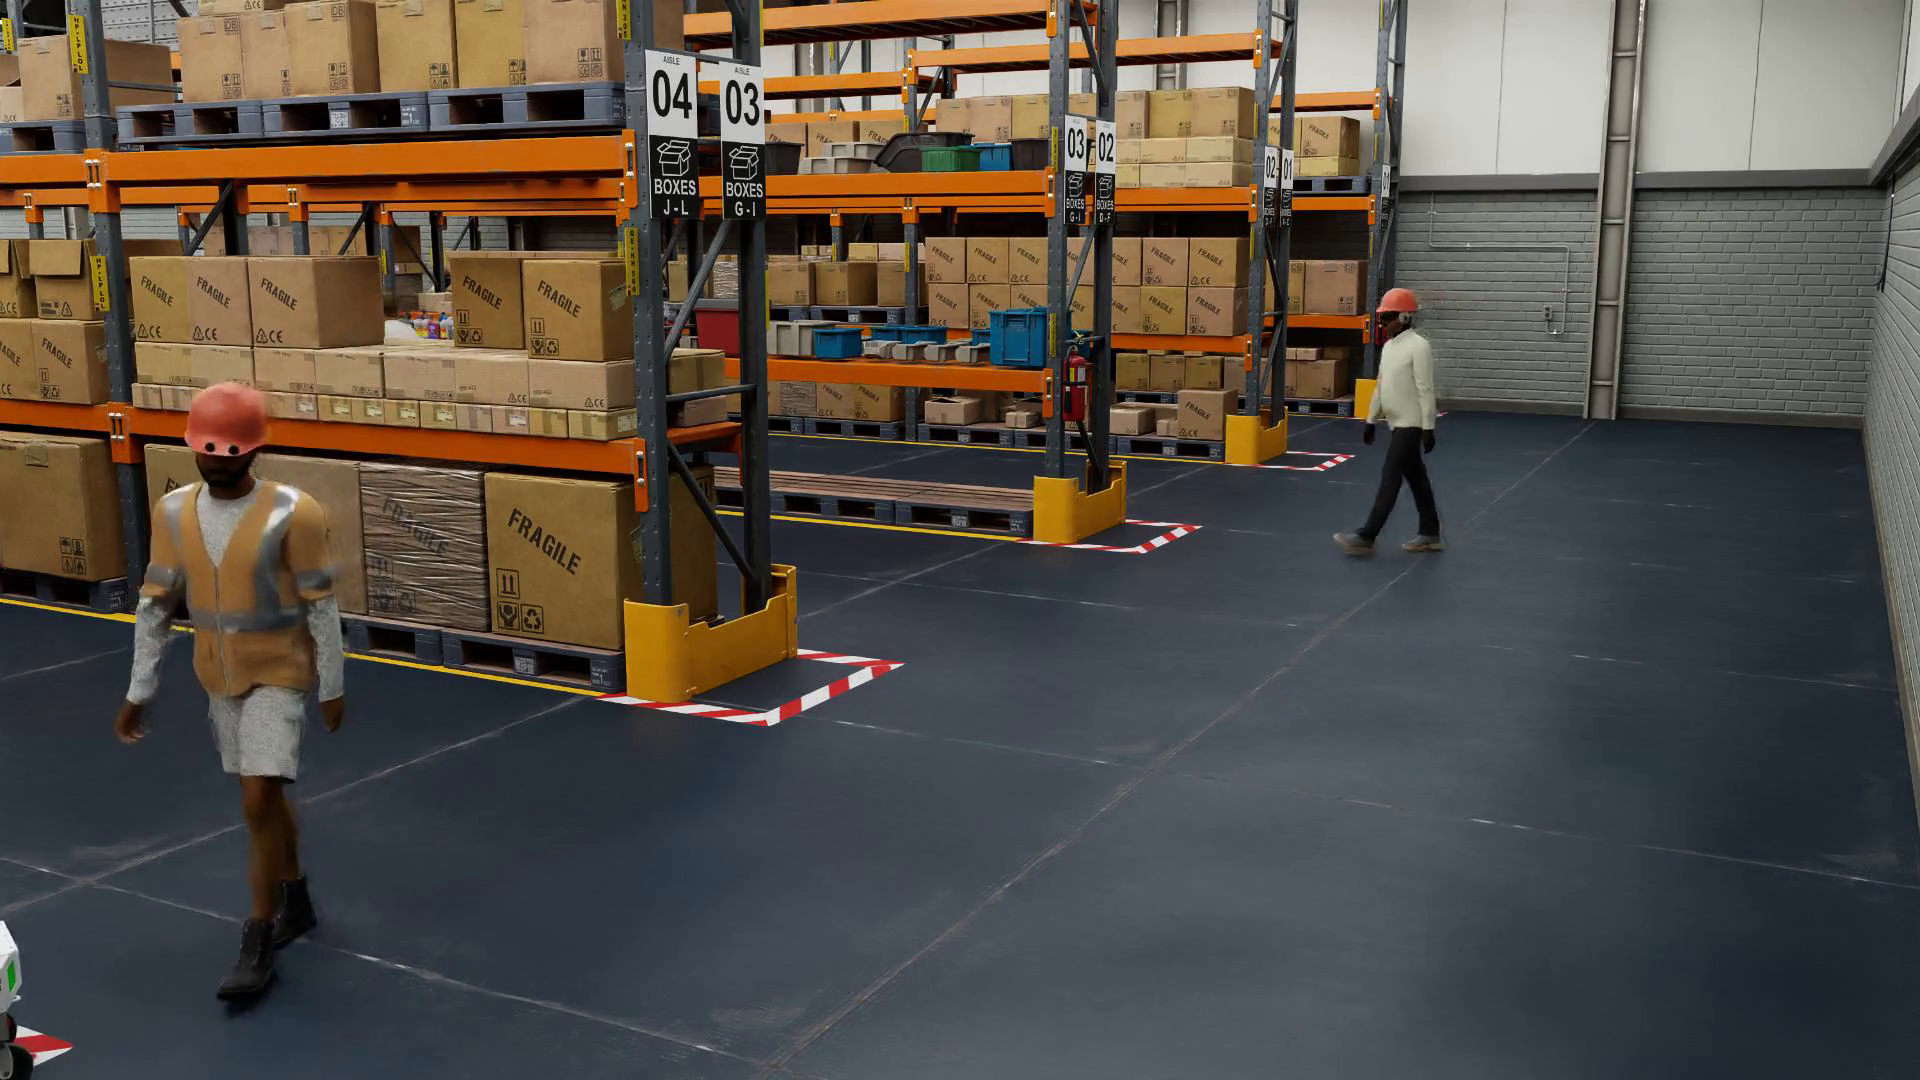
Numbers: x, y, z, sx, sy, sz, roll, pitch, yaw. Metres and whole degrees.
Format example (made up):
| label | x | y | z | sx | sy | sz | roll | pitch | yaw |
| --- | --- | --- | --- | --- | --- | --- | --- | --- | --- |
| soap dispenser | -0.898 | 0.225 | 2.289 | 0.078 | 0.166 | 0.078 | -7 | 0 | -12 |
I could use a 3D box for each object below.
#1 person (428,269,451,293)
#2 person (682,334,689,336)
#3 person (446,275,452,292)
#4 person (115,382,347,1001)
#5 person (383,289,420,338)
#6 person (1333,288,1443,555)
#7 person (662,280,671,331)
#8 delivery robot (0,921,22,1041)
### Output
| label | x | y | z | sx | sy | sz | roll | pitch | yaw |
| --- | --- | --- | --- | --- | --- | --- | --- | --- | --- |
| person | -7.962 | -3.270 | 25.722 | 0.429 | 1.839 | 0.633 | 1 | 10 | 4 |
| person | -3.877 | -2.844 | 23.654 | 0.540 | 1.742 | 0.568 | 3 | 11 | 18 |
| person | -7.296 | -3.007 | 24.273 | 0.345 | 1.846 | 0.508 | 5 | 12 | 26 |
| person | -2.288 | 0.460 | 5.200 | 0.582 | 1.898 | 0.807 | 2 | 11 | 13 |
| person | -4.773 | -1.089 | 13.634 | 0.884 | 1.906 | 0.662 | 3 | 11 | 18 |
| person | 3.188 | -0.861 | 12.251 | 0.966 | 1.956 | 0.659 | -1 | 10 | -8 |
| person | -3.616 | -2.170 | 19.625 | 0.645 | 1.873 | 0.598 | 4 | 11 | 20 |
| delivery robot | -2.914 | 1.230 | 4.434 | 0.707 | 0.478 | 0.477 | -8 | 13 | -37 |
